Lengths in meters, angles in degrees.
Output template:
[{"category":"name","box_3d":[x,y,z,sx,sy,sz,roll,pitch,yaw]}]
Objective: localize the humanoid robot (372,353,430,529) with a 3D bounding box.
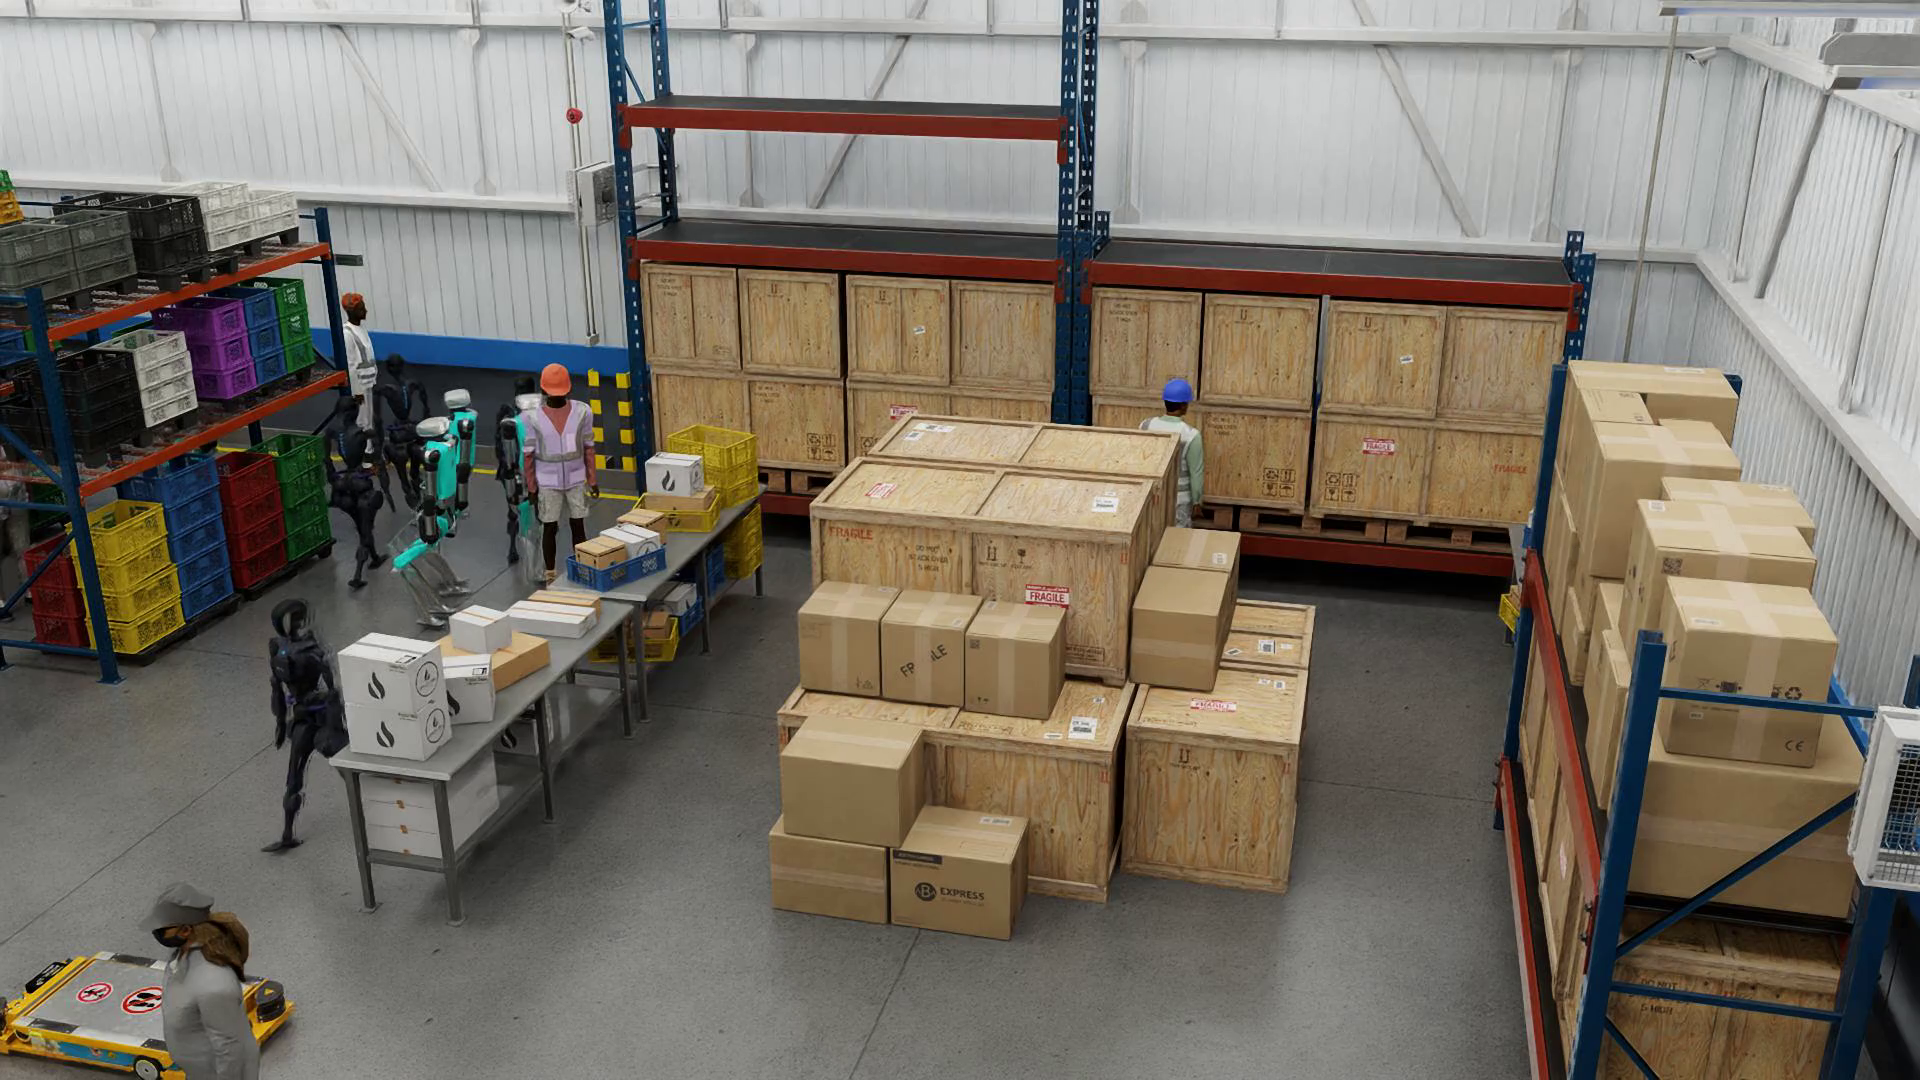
[{"category":"humanoid robot","box_3d":[-5.234,-0.941,15.551,0.611,1.645,0.549,-19,28,-41]}]

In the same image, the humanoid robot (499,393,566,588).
[{"category":"humanoid robot","box_3d":[-3.632,-0.400,14.156,0.531,1.867,0.725,-10,23,-24]}]

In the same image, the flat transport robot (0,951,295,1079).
[{"category":"flat transport robot","box_3d":[-4.270,2.464,8.601,1.431,0.231,0.659,5,22,13]}]

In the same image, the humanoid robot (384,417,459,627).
[{"category":"humanoid robot","box_3d":[-4.321,-0.152,13.259,0.735,1.701,0.530,1,21,3]}]

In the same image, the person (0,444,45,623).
[{"category":"person","box_3d":[-7.793,-0.246,13.502,0.404,1.826,0.600,13,25,31]}]

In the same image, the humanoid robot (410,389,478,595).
[{"category":"humanoid robot","box_3d":[-4.355,-0.385,13.916,0.735,1.734,0.531,-8,22,-20]}]

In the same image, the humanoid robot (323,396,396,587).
[{"category":"humanoid robot","box_3d":[-5.173,-0.434,14.282,0.610,1.632,0.787,4,21,10]}]

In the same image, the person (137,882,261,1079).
[{"category":"person","box_3d":[-3.165,2.229,7.109,0.398,1.769,0.571,-14,25,-32]}]

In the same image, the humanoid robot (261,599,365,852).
[{"category":"humanoid robot","box_3d":[-3.962,1.125,10.219,0.603,1.619,0.830,12,24,28]}]

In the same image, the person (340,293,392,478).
[{"category":"person","box_3d":[-6.080,-1.576,16.911,0.355,1.882,0.572,-2,21,-5]}]

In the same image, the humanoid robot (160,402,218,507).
[{"category":"humanoid robot","box_3d":[-7.184,-0.811,15.153,0.556,1.768,0.963,2,21,6]}]

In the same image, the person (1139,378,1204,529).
[{"category":"person","box_3d":[1.733,-0.377,13.683,0.616,1.943,0.392,17,27,37]}]

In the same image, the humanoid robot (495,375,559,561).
[{"category":"humanoid robot","box_3d":[-3.901,-0.660,14.852,0.595,1.623,0.767,5,21,12]}]

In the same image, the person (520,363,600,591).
[{"category":"person","box_3d":[-3.310,-0.488,13.853,0.605,2.034,0.387,-9,23,-21]}]
